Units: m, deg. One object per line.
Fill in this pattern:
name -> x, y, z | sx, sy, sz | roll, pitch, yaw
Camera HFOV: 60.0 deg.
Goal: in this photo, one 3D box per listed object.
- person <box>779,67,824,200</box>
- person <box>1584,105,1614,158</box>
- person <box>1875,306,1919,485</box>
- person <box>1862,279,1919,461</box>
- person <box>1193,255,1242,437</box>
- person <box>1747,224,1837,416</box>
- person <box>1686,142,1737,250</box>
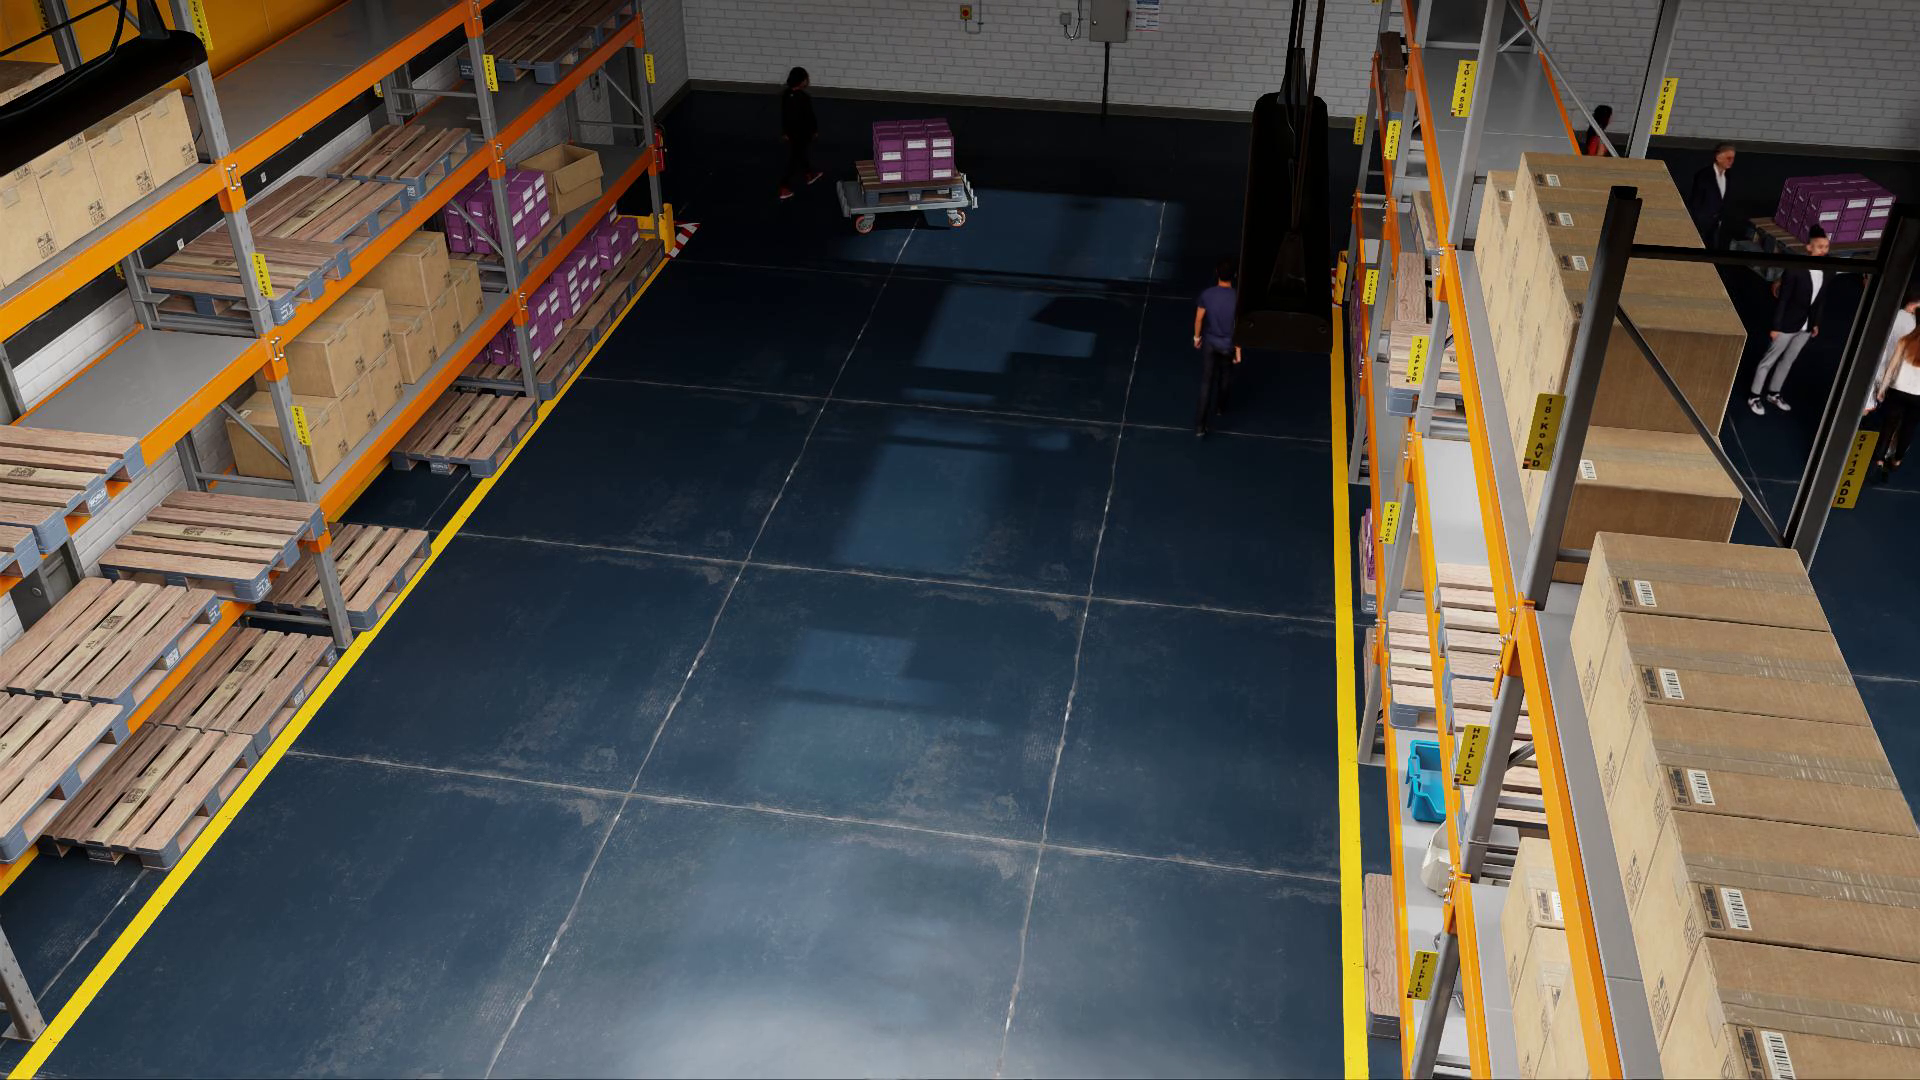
person -> -2.073, -5.073, 20.907 | 0.956, 1.622, 1.176 | 23, 40, 30
person -> 7.357, -4.285, 19.645 | 0.789, 1.708, 0.770 | -6, 34, -9
person -> 8.627, -1.293, 15.158 | 0.876, 1.692, 1.098 | 21, 39, 28
person -> 8.497, -1.508, 15.368 | 1.144, 1.816, 1.253 | -8, 35, -12
person -> 2.443, -1.814, 15.884 | 0.764, 1.755, 1.169 | 11, 35, 15
person -> 8.145, -2.164, 16.236 | 0.779, 1.948, 0.735 | -6, 34, -9
person -> 8.240, -3.597, 18.525 | 0.935, 1.801, 1.017 | -13, 36, -19
